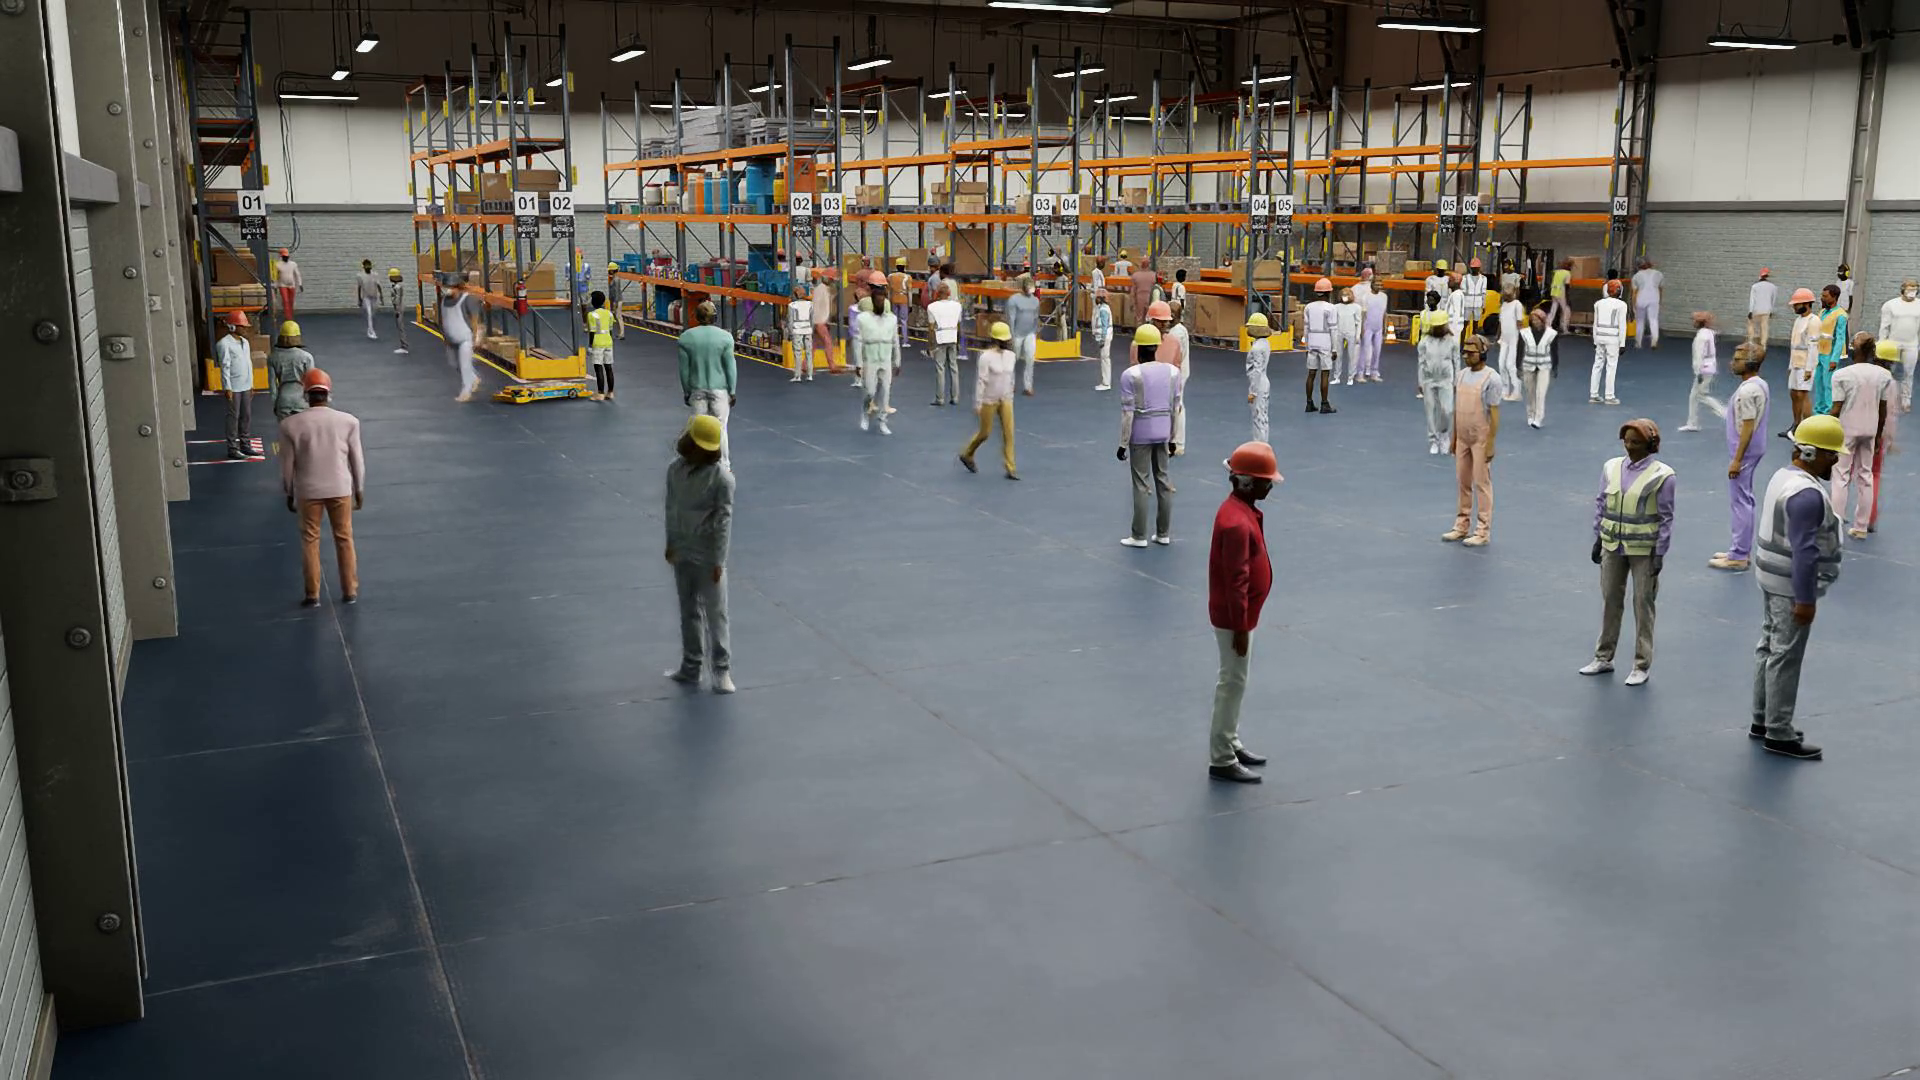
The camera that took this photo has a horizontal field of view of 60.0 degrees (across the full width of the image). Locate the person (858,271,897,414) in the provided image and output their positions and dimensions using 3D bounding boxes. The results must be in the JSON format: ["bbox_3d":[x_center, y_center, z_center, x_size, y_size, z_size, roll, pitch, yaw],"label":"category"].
[{"bbox_3d":[-1.182,-2.819,23.851,0.608,2.044,0.371,9,15,40],"label":"person"}]

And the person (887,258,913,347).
[{"bbox_3d":[-1.282,-5.104,35.796,0.582,1.918,0.400,4,12,20],"label":"person"}]

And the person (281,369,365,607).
[{"bbox_3d":[-4.686,-0.388,12.265,0.578,1.742,0.371,-6,13,-27],"label":"person"}]

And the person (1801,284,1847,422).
[{"bbox_3d":[11.705,-2.477,22.435,0.392,1.919,0.591,0,11,-1],"label":"person"}]

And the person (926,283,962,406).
[{"bbox_3d":[-0.231,-2.925,24.916,0.564,1.837,0.394,-6,13,-27],"label":"person"}]

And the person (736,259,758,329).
[{"bbox_3d":[-5.368,-6.157,41.630,0.583,1.712,0.833,-7,13,-32],"label":"person"}]

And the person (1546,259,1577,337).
[{"bbox_3d":[14.019,-5.626,38.734,0.633,1.803,0.651,-3,11,-14],"label":"person"}]

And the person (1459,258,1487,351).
[{"bbox_3d":[10.705,-4.905,34.717,0.542,1.939,0.362,1,11,4],"label":"person"}]

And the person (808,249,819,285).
[{"bbox_3d":[-4.579,-8.167,51.795,0.349,1.743,0.563,0,11,2],"label":"person"}]

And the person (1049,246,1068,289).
[{"bbox_3d":[3.030,-8.166,51.453,0.660,1.871,0.908,5,12,24],"label":"person"}]

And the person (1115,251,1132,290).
[{"bbox_3d":[4.841,-7.680,49.265,0.535,1.767,0.315,2,11,8],"label":"person"}]

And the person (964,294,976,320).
[{"bbox_3d":[0.286,-6.758,44.922,0.316,1.630,0.518,10,15,41],"label":"person"}]

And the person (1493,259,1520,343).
[{"bbox_3d":[12.079,-5.242,36.631,0.335,1.863,0.519,-7,13,-30],"label":"person"}]

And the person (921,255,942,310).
[{"bbox_3d":[-0.527,-4.752,33.680,0.536,2.000,0.683,1,11,5],"label":"person"}]

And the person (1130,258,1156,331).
[{"bbox_3d":[4.042,-5.181,36.212,0.651,1.904,0.403,2,11,12],"label":"person"}]

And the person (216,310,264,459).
[{"bbox_3d":[-8.467,-1.823,19.558,0.350,1.743,0.564,2,11,8],"label":"person"}]

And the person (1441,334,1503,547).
[{"bbox_3d":[4.463,-0.865,14.457,0.339,1.838,0.507,-5,12,-25],"label":"person"}]

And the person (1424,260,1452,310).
[{"bbox_3d":[9.824,-4.786,34.150,0.594,1.922,0.386,-2,11,-9],"label":"person"}]

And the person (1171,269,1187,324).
[{"bbox_3d":[4.656,-4.919,35.437,0.322,1.685,0.542,-2,11,-12],"label":"person"}]

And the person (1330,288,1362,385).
[{"bbox_3d":[6.480,-3.421,27.955,0.509,1.631,0.268,7,13,30],"label":"person"}]

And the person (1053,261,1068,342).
[{"bbox_3d":[2.104,-4.936,35.069,0.329,1.865,0.516,-5,12,-22],"label":"person"}]

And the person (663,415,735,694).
[{"bbox_3d":[-1.627,0.076,10.017,0.648,1.700,0.338,7,13,32],"label":"person"}]

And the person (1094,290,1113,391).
[{"bbox_3d":[2.337,-3.254,27.091,0.314,1.640,0.516,1,11,6],"label":"person"}]

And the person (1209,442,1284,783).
[{"bbox_3d":[1.442,0.362,8.460,0.355,1.740,0.573,2,11,11],"label":"person"}]

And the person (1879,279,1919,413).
[{"bbox_3d":[13.619,-2.796,24.028,0.631,1.932,0.362,4,12,20],"label":"person"}]

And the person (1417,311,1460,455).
[{"bbox_3d":[5.691,-1.872,19.841,0.491,1.717,0.526,4,12,18],"label":"person"}]

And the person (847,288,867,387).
[{"bbox_3d":[-1.631,-3.347,27.571,0.523,1.636,0.310,-7,13,-33],"label":"person"}]

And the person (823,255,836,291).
[{"bbox_3d":[-4.018,-8.108,51.799,0.500,1.628,0.284,4,12,18],"label":"person"}]

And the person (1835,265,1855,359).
[{"bbox_3d":[17.497,-4.530,33.026,0.328,1.861,0.510,-2,11,-12],"label":"person"}]

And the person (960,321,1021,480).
[{"bbox_3d":[0.343,-1.535,18.141,0.553,1.724,0.812,-8,14,-36],"label":"person"}]

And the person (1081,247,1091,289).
[{"bbox_3d":[3.762,-7.773,49.463,0.347,1.879,0.579,-8,14,-36],"label":"person"}]

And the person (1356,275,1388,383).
[{"bbox_3d":[7.007,-3.567,28.211,0.509,1.827,0.373,-4,12,-20],"label":"person"}]

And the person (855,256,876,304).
[{"bbox_3d":[-2.112,-5.394,37.289,0.642,1.909,0.409,-11,15,-43],"label":"person"}]

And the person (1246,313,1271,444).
[{"bbox_3d":[3.391,-1.722,19.043,0.294,1.744,0.484,4,12,20],"label":"person"}]

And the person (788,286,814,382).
[{"bbox_3d":[-2.706,-3.513,28.402,0.514,1.642,0.307,-8,14,-35],"label":"person"}]

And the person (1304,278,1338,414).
[{"bbox_3d":[5.213,-2.795,23.987,0.354,1.942,0.545,-10,15,-43],"label":"person"}]

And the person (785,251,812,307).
[{"bbox_3d":[-3.592,-5.373,36.847,0.606,2.039,0.381,-4,12,-20],"label":"person"}]

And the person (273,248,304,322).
[{"bbox_3d":[-17.442,-6.584,43.229,0.629,1.945,0.998,-10,15,-40],"label":"person"}]

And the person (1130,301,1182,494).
[{"bbox_3d":[2.019,-1.457,17.093,0.608,1.987,0.404,-6,13,-28],"label":"person"}]
